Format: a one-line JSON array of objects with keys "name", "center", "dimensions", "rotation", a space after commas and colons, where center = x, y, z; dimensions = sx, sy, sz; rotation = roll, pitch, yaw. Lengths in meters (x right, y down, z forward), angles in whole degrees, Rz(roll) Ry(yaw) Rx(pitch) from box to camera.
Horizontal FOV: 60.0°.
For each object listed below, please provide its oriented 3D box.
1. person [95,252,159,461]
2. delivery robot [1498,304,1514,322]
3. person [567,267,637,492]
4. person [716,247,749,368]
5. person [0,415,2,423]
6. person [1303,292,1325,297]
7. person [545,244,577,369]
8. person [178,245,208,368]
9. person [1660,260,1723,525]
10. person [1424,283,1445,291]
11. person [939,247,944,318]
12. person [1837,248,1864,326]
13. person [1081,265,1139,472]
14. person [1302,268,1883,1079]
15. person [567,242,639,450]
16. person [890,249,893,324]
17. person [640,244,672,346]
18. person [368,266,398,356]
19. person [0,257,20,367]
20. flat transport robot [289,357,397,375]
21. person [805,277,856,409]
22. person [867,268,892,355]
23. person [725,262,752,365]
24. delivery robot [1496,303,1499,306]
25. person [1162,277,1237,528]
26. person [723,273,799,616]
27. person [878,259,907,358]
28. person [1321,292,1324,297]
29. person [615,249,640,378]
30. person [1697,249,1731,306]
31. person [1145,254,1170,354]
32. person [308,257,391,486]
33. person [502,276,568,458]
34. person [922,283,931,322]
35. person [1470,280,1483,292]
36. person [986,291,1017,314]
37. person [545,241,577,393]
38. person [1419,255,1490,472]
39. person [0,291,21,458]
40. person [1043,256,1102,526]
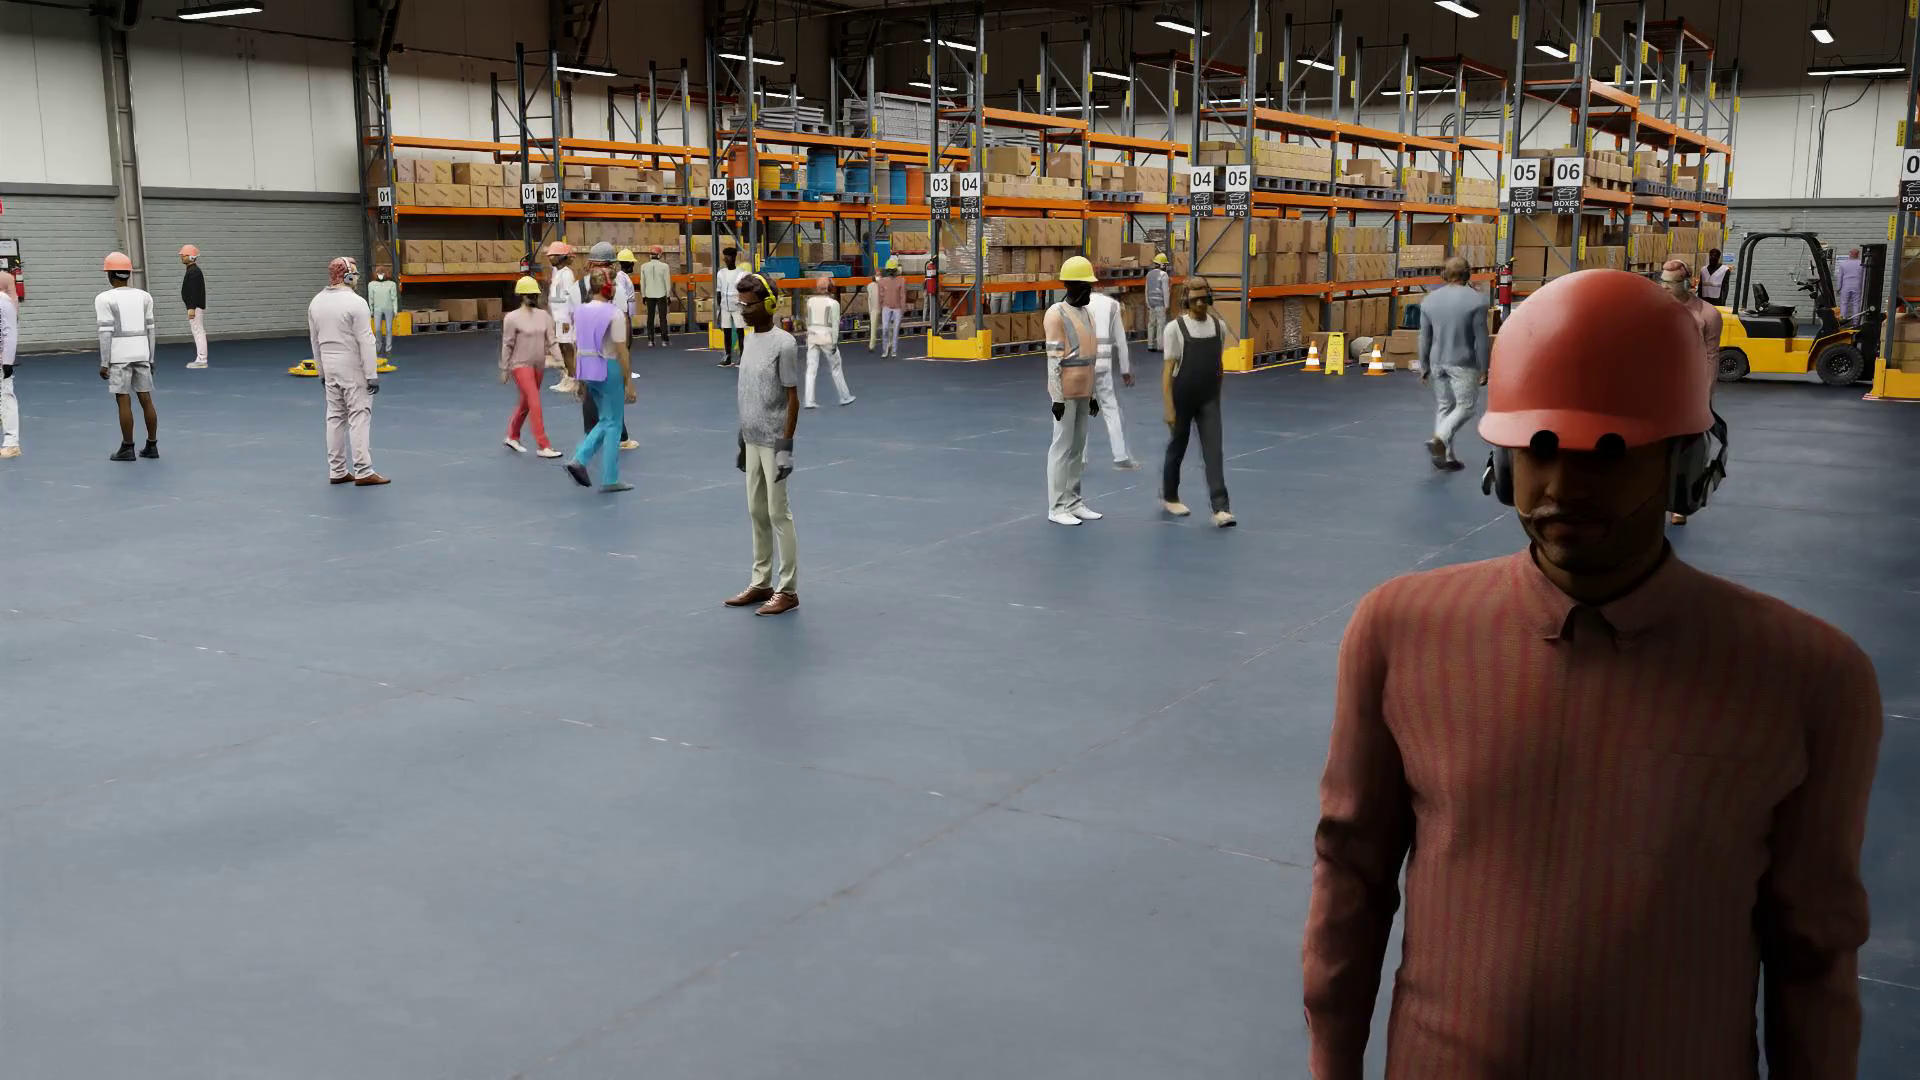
[{"name": "person", "center": [-7.773, -1.701, 15.507], "dimensions": [0.355, 1.939, 0.543], "rotation": [6, 12, 30]}, {"name": "delivery robot", "center": [13.099, -5.489, 40.330], "dimensions": [0.707, 0.478, 0.477], "rotation": [-1, 10, -8]}, {"name": "person", "center": [-2.885, -1.282, 13.456], "dimensions": [0.574, 1.830, 0.462], "rotation": [10, 14, 43]}, {"name": "person", "center": [-3.706, -3.787, 27.106], "dimensions": [0.614, 1.963, 0.362], "rotation": [4, 11, 22]}, {"name": "person", "center": [-10.912, -2.187, 18.534], "dimensions": [0.430, 1.836, 0.627], "rotation": [0, 10, 2]}, {"name": "person", "center": [7.717, -5.355, 36.301], "dimensions": [0.530, 1.831, 0.951], "rotation": [8, 13, 37]}, {"name": "person", "center": [-6.321, -3.775, 26.958], "dimensions": [1.005, 1.991, 0.626], "rotation": [-5, 11, -26]}, {"name": "person", "center": [-12.445, -3.788, 27.025], "dimensions": [0.368, 1.996, 0.622], "rotation": [-3, 11, -19]}, {"name": "person", "center": [5.120, -1.061, 12.030], "dimensions": [0.642, 1.902, 0.399], "rotation": [7, 12, 34]}, {"name": "person", "center": [11.754, -6.249, 41.167], "dimensions": [1.024, 1.861, 0.585], "rotation": [-5, 11, -28]}, {"name": "person", "center": [-0.576, -7.023, 45.347], "dimensions": [0.578, 1.922, 0.450], "rotation": [5, 11, 27]}, {"name": "person", "center": [21.650, -6.129, 40.392], "dimensions": [0.642, 1.909, 0.399], "rotation": [5, 11, 25]}, {"name": "person", "center": [1.259, -1.520, 14.793], "dimensions": [0.788, 1.856, 0.350], "rotation": [-5, 11, -24]}, {"name": "person", "center": [0.704, 0.686, 1.974], "dimensions": [0.622, 1.992, 0.396], "rotation": [5, 11, 26]}, {"name": "person", "center": [-3.469, -1.906, 16.363], "dimensions": [0.689, 2.000, 0.537], "rotation": [6, 12, 31]}, {"name": "person", "center": [-1.776, -6.383, 41.938], "dimensions": [0.528, 1.864, 0.315], "rotation": [6, 12, 31]}, {"name": "person", "center": [-5.988, -4.819, 32.807], "dimensions": [0.612, 1.995, 0.392], "rotation": [2, 10, 9]}, {"name": "person", "center": [-10.324, -4.089, 29.783], "dimensions": [0.507, 1.607, 0.681], "rotation": [-3, 10, -14]}, {"name": "person", "center": [-15.566, -3.704, 26.903], "dimensions": [0.646, 1.878, 0.885], "rotation": [1, 10, 5]}, {"name": "flat transport robot", "center": [-9.580, -2.710, 25.826], "dimensions": [1.431, 0.197, 0.652], "rotation": [-10, 14, -43]}, {"name": "person", "center": [-1.642, -2.426, 20.517], "dimensions": [0.533, 1.601, 0.830], "rotation": [6, 12, 30]}, {"name": "person", "center": [-1.453, -4.212, 30.576], "dimensions": [0.505, 1.586, 0.836], "rotation": [3, 10, 15]}, {"name": "person", "center": [-3.631, -3.727, 27.500], "dimensions": [0.907, 1.697, 0.576], "rotation": [7, 12, 36]}, {"name": "delivery robot", "center": [13.239, -5.593, 40.916], "dimensions": [0.477, 0.478, 0.707], "rotation": [-1, 10, -4]}, {"name": "person", "center": [1.690, -1.000, 12.016], "dimensions": [0.529, 1.787, 1.002], "rotation": [-3, 11, -18]}, {"name": "person", "center": [-1.079, -0.521, 9.109], "dimensions": [0.329, 1.865, 0.510], "rotation": [-8, 13, -39]}, {"name": "person", "center": [-1.198, -4.087, 29.437], "dimensions": [0.524, 1.739, 0.676], "rotation": [1, 10, 3]}, {"name": "person", "center": [9.677, -6.650, 43.302], "dimensions": [0.782, 1.915, 0.553], "rotation": [3, 11, 17]}, {"name": "person", "center": [-5.018, -3.398, 25.038], "dimensions": [0.367, 1.927, 0.590], "rotation": [-2, 10, -11]}, {"name": "person", "center": [14.340, -4.582, 31.698], "dimensions": [0.391, 1.919, 0.591], "rotation": [-8, 13, -36]}, {"name": "person", "center": [3.655, -4.329, 30.521], "dimensions": [0.403, 1.830, 0.601], "rotation": [-6, 12, -32]}, {"name": "person", "center": [-5.105, -1.403, 13.923], "dimensions": [0.651, 1.907, 0.409], "rotation": [5, 11, 27]}, {"name": "person", "center": [-4.133, -1.656, 15.875], "dimensions": [0.925, 1.719, 0.525], "rotation": [6, 12, 32]}, {"name": "person", "center": [-0.717, -5.997, 40.439], "dimensions": [0.502, 1.630, 0.272], "rotation": [8, 13, 37]}, {"name": "person", "center": [12.815, -6.135, 41.198], "dimensions": [0.519, 1.622, 0.530], "rotation": [6, 12, 31]}, {"name": "person", "center": [0.820, -4.813, 32.967], "dimensions": [0.625, 1.934, 0.364], "rotation": [0, 10, 2]}, {"name": "person", "center": [-5.407, -3.016, 22.579], "dimensions": [0.375, 2.043, 0.610], "rotation": [-5, 11, -26]}, {"name": "person", "center": [4.278, -1.523, 14.556], "dimensions": [0.669, 1.924, 0.632], "rotation": [-9, 14, -43]}, {"name": "person", "center": [-9.187, -1.689, 15.716], "dimensions": [0.624, 1.841, 0.430], "rotation": [4, 11, 23]}, {"name": "person", "center": [0.828, -1.079, 12.049], "dimensions": [0.363, 1.927, 0.587], "rotation": [6, 12, 31]}]
